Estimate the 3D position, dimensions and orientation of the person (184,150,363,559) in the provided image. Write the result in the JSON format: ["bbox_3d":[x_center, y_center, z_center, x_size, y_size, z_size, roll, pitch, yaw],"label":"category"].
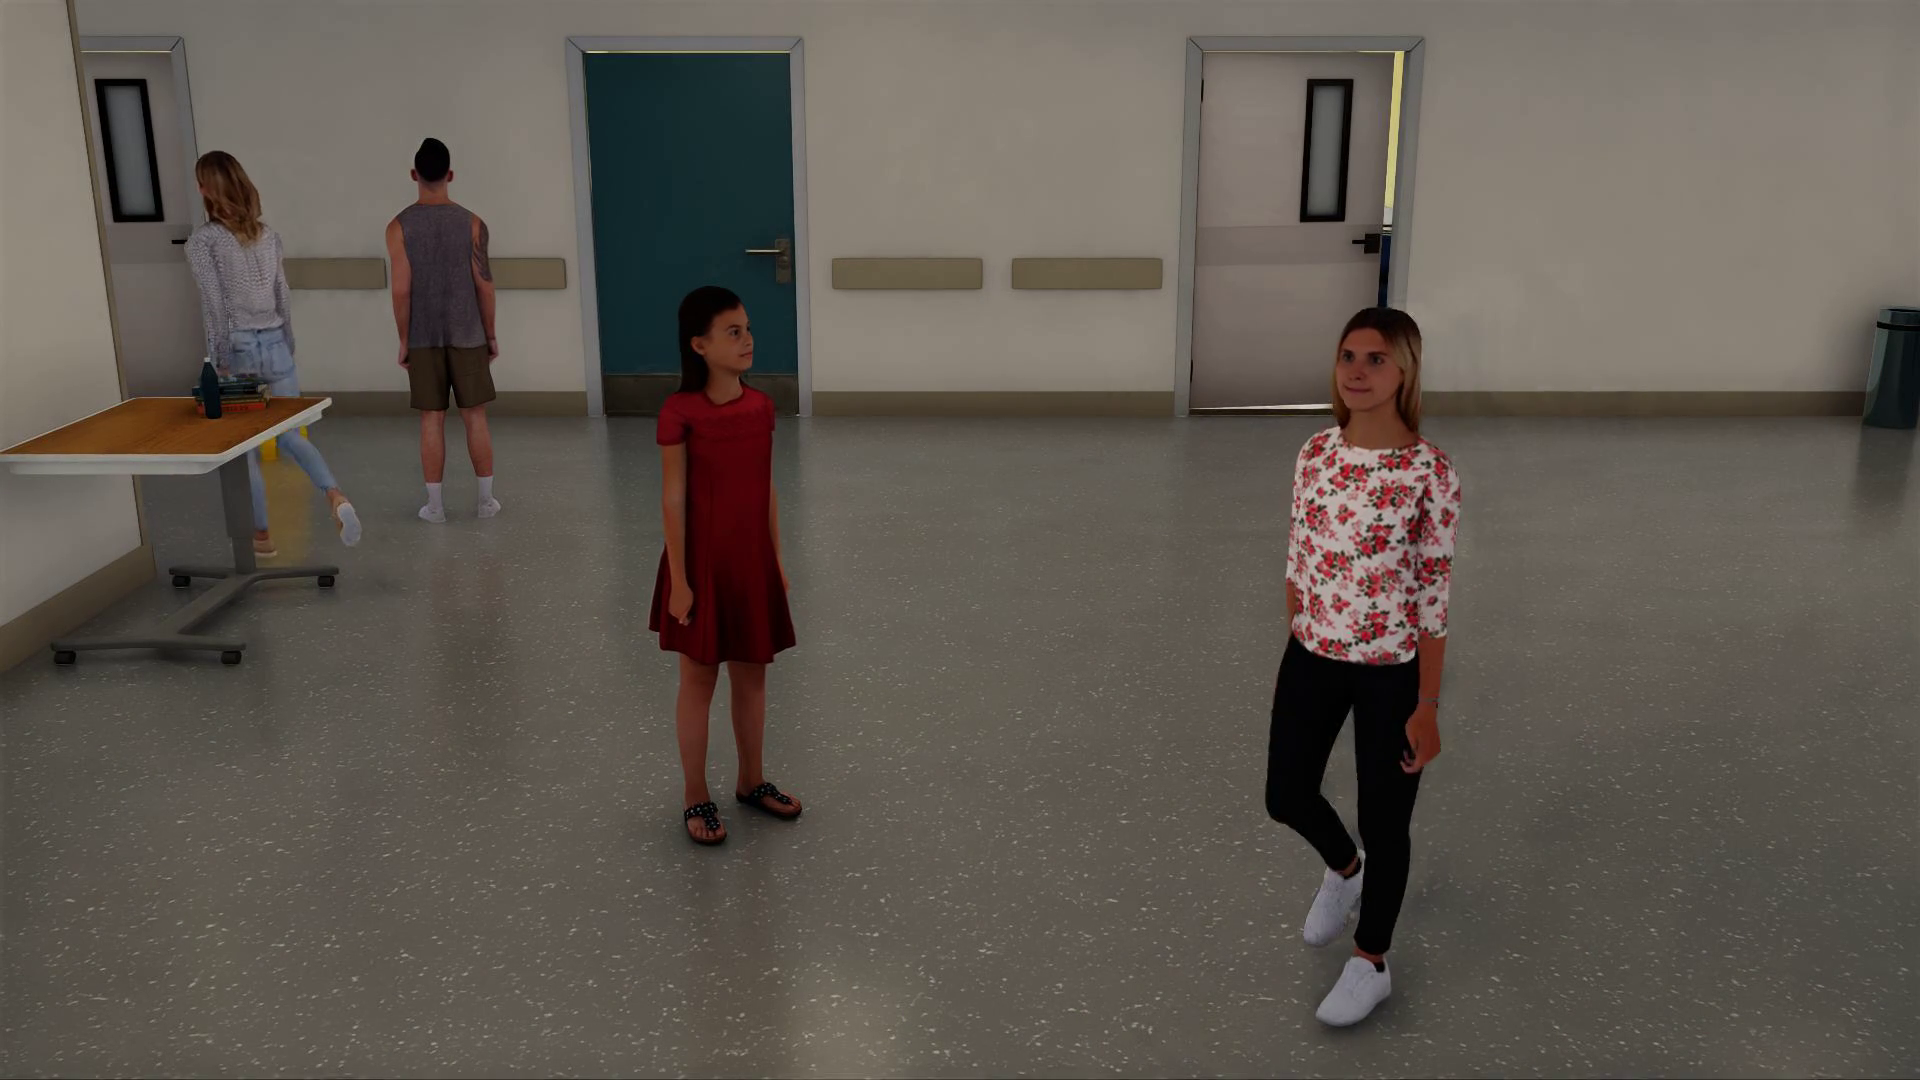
[{"bbox_3d":[-2.946,-0.722,7.055,1.132,1.767,0.989,11,19,35],"label":"person"}]

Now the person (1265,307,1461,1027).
[{"bbox_3d":[0.953,0.279,3.773,0.765,1.621,0.821,12,20,37],"label":"person"}]

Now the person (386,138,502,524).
[{"bbox_3d":[-2.466,-0.979,7.944,0.634,1.846,0.783,-6,17,-22],"label":"person"}]

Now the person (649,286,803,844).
[{"bbox_3d":[-0.666,0.059,4.684,0.683,1.550,0.743,-13,20,-39],"label":"person"}]
